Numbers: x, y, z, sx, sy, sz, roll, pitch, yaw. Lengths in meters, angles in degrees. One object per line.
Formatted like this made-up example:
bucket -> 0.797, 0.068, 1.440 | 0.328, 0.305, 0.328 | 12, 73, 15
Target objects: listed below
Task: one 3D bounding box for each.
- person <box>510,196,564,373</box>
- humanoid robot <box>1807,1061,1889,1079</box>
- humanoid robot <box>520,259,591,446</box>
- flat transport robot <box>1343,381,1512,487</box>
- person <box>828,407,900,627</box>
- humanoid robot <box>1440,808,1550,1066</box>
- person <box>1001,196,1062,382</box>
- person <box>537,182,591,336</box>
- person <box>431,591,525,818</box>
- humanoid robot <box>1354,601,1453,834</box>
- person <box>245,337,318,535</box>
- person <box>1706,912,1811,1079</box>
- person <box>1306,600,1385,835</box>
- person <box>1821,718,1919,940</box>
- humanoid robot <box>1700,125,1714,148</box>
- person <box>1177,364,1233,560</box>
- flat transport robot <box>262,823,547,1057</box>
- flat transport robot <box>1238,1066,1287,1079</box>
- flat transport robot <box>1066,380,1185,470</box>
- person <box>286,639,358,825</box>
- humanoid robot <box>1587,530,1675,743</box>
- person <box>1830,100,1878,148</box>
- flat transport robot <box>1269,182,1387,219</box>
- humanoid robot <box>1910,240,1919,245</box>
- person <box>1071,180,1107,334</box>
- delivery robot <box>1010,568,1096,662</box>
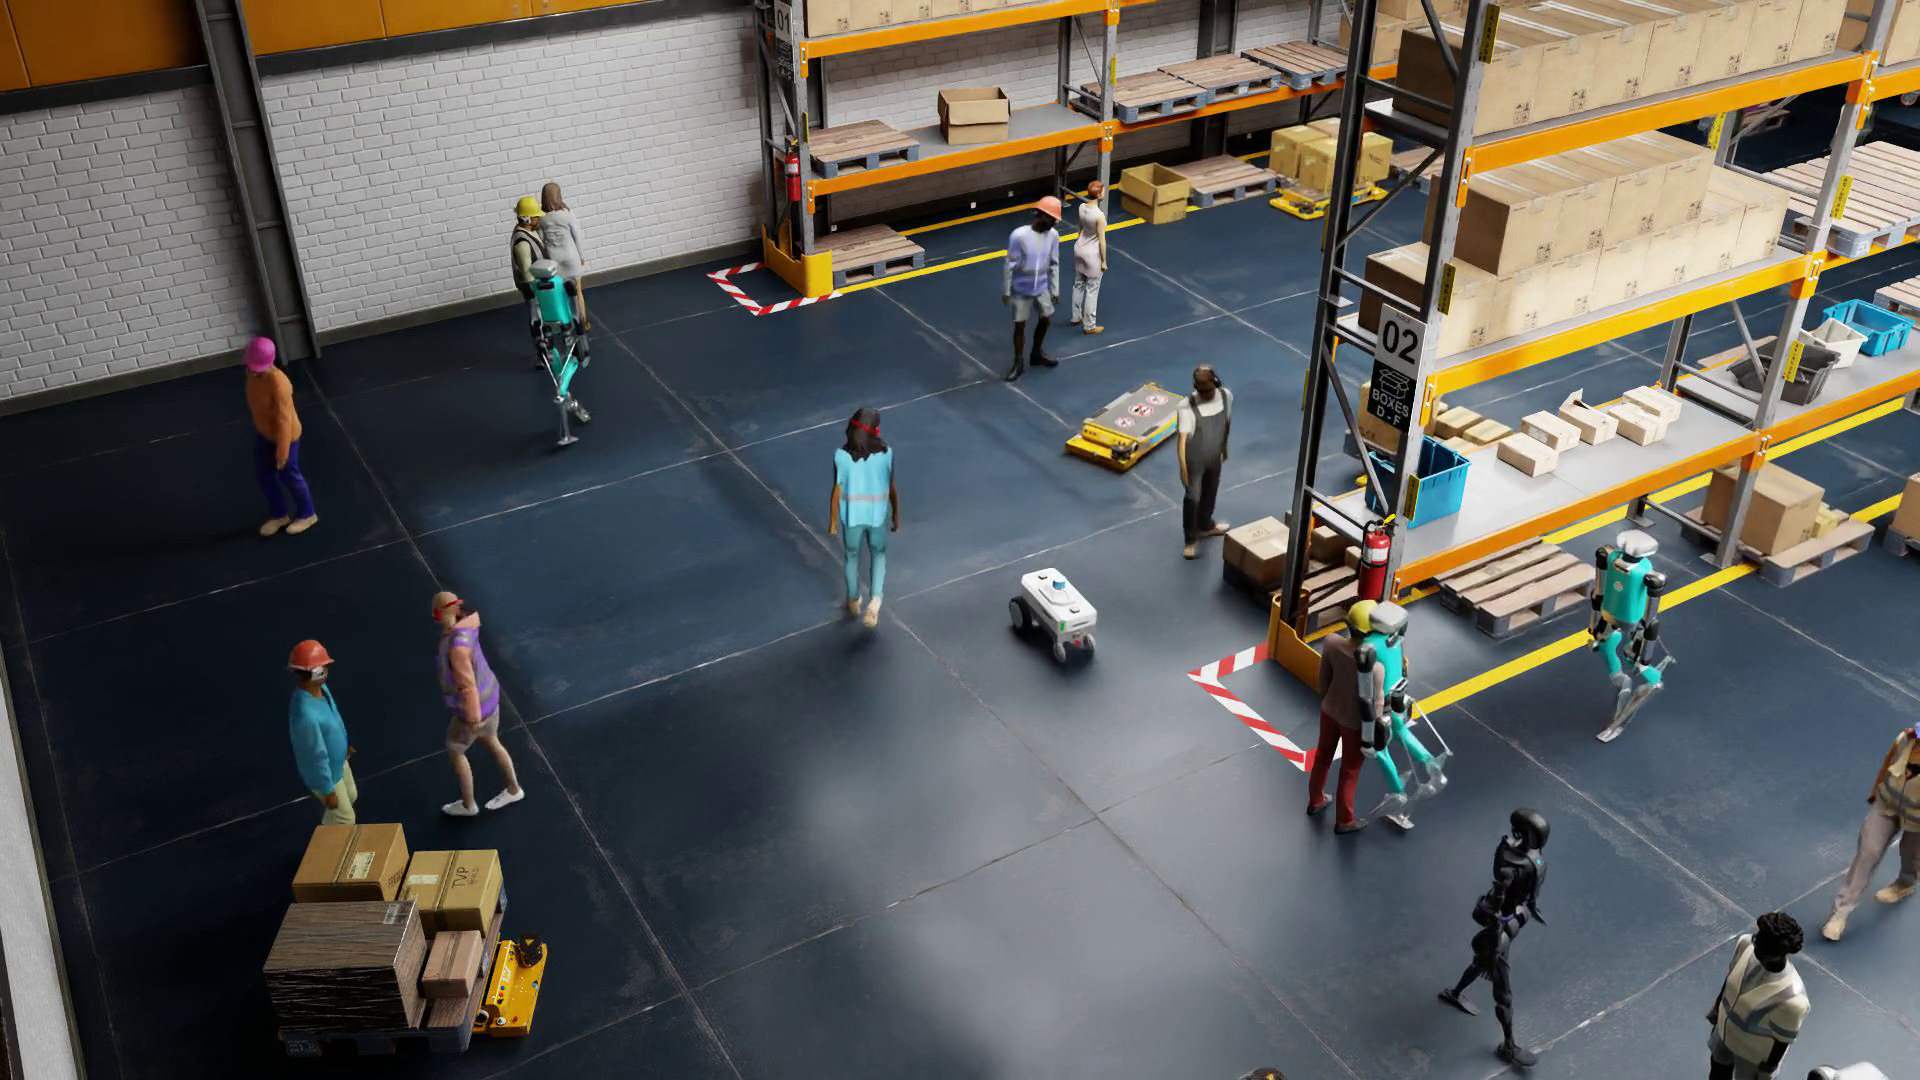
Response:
person -> -4.270, -2.576, 16.738 | 0.403, 1.821, 0.595 | -4, 32, -6
humanoid robot -> 3.729, 3.186, 7.670 | 0.876, 1.827, 0.544 | -13, 34, -20
humanoid robot -> -3.763, -1.665, 15.388 | 0.596, 1.751, 0.997 | 3, 32, 5
flat transport robot -> 4.320, -0.672, 15.156 | 1.431, 0.231, 0.659 | -24, 39, -33
person -> -0.745, -0.147, 12.831 | 0.572, 1.852, 0.634 | -2, 32, -2
humanoid robot -> 3.127, 2.159, 9.332 | 0.688, 1.640, 0.597 | 25, 40, 34
person -> 0.712, -2.495, 16.550 | 0.671, 1.885, 0.363 | -13, 34, -20
person -> -4.197, -2.955, 17.482 | 0.495, 1.660, 0.337 | -6, 33, -9
person -> -3.286, 1.112, 11.011 | 0.608, 1.650, 0.548 | -3, 32, -4
humanoid robot -> 2.877, 1.268, 10.706 | 0.758, 1.807, 0.558 | 24, 39, 32
person -> -5.719, -0.853, 13.885 | 0.592, 1.922, 0.551 | 19, 37, 27
person -> 4.083, 2.581, 8.630 | 0.320, 1.691, 0.534 | -5, 32, -8
person -> 2.541, 1.140, 10.856 | 0.313, 1.769, 0.523 | -20, 37, -29
person -> 5.742, 1.650, 10.090 | 0.884, 1.716, 0.492 | -19, 37, -28
humanoid robot -> 8.460, -3.930, 19.038 | 0.554, 1.642, 0.589 | -2, 32, -4
person -> 2.064, -0.697, 13.757 | 0.718, 1.810, 0.409 | -17, 36, -25
flat transport robot -> -3.229, 2.651, 9.855 | 1.431, 0.231, 0.659 | -1, 32, -2
flat transport robot -> 1.327, 3.346, 8.747 | 1.431, 0.231, 0.659 | -21, 38, -29
flat transport robot -> 1.682, -1.107, 15.849 | 0.659, 0.231, 1.431 | 22, 38, 31
person -> -3.992, 1.412, 10.469 | 0.487, 1.709, 0.623 | -4, 32, -6
humanoid robot -> 4.726, 0.723, 11.670 | 0.725, 1.908, 0.543 | -18, 36, -26
person -> 10.726, -4.701, 20.096 | 0.563, 1.847, 0.390 | -16, 36, -24
flat transport robot -> 4.668, -4.368, 21.049 | 1.431, 0.231, 0.659 | -20, 37, -29
humanoid robot -> 11.710, -4.219, 19.439 | 0.956, 1.729, 0.562 | 1, 32, 2
person -> 1.377, -2.991, 17.552 | 0.283, 1.650, 0.432 | -21, 38, -30
delivery robot -> 0.753, 0.540, 12.968 | 0.499, 0.609, 0.805 | -14, 35, -21
